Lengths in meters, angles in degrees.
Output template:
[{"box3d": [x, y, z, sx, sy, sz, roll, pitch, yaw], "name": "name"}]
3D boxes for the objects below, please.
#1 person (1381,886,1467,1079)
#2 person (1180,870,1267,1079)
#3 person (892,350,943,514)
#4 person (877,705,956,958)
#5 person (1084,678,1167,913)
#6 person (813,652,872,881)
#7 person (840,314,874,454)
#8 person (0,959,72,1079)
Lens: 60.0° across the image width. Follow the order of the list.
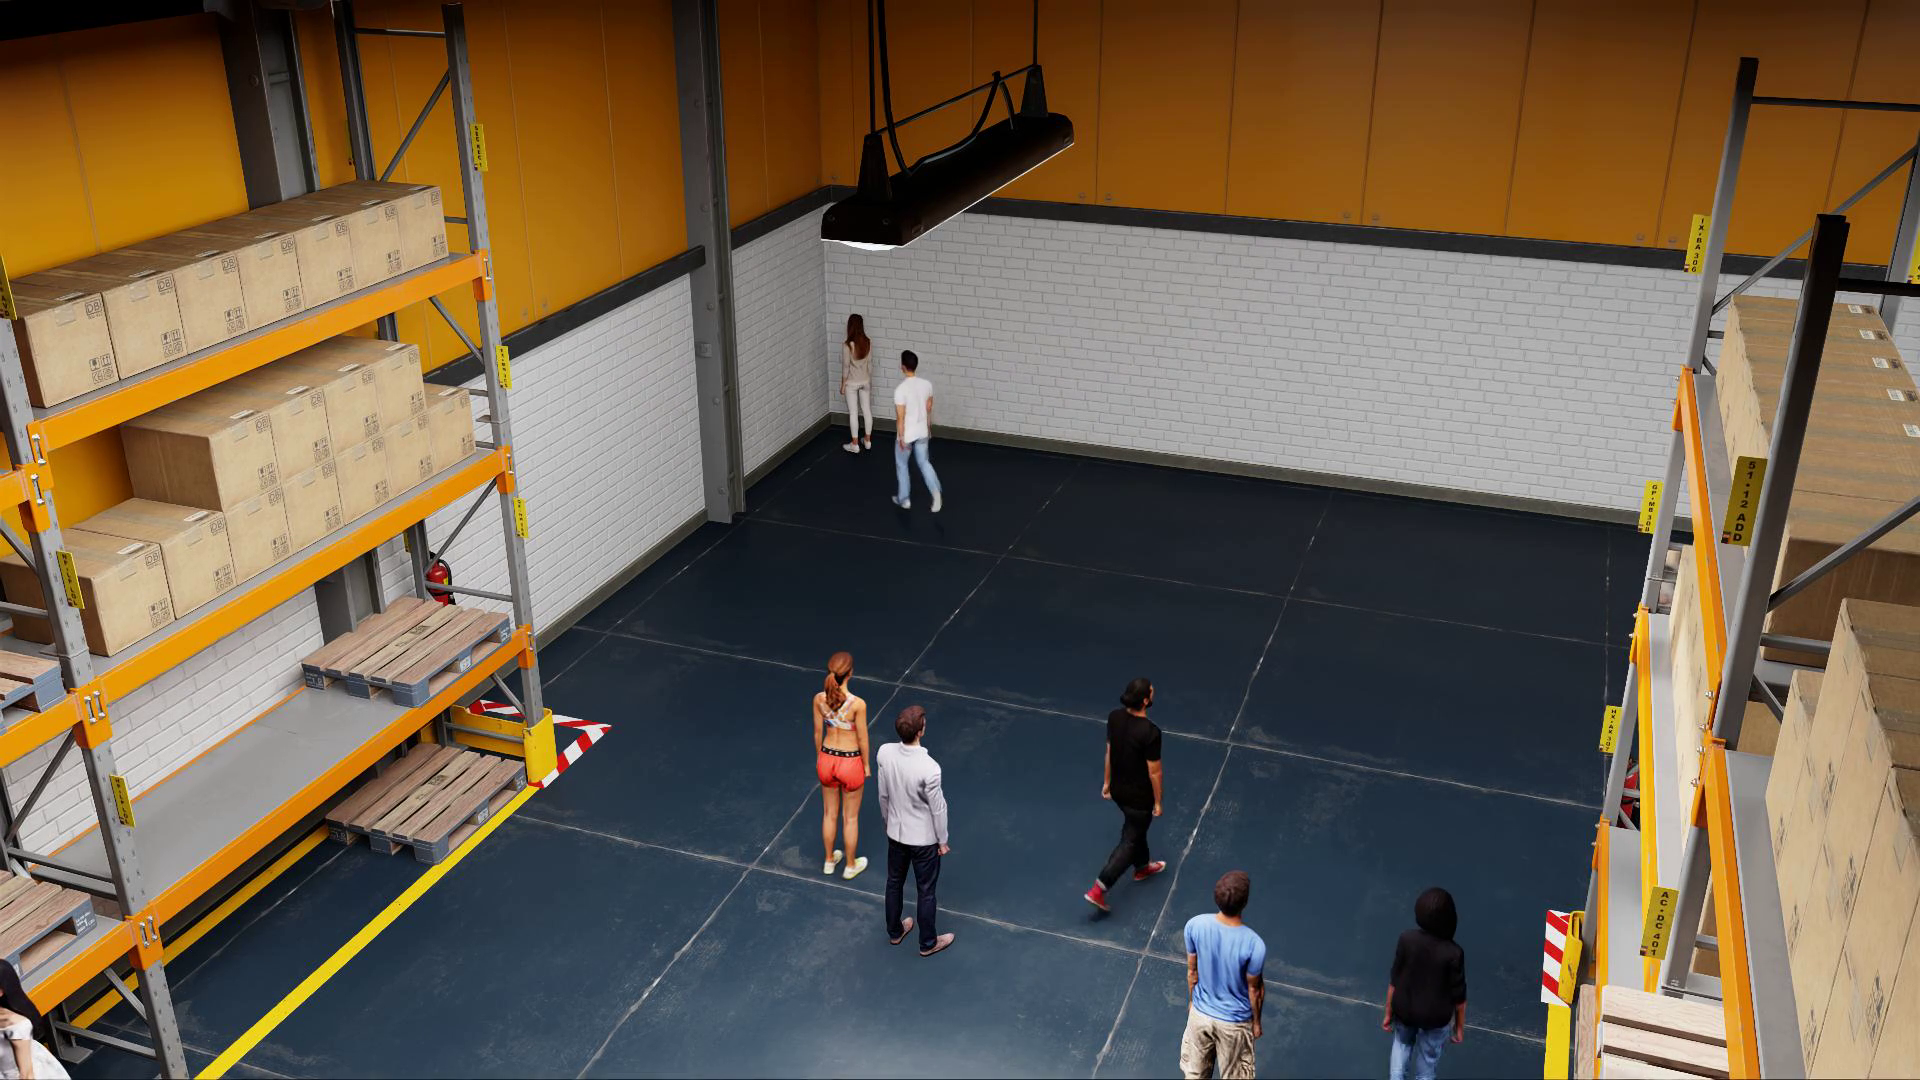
[{"box3d": [2.606, 2.767, 9.480, 0.635, 1.690, 0.656, 13, 27, 26], "name": "person"}, {"box3d": [1.490, 2.688, 9.443, 0.688, 1.864, 0.629, 14, 27, 28], "name": "person"}, {"box3d": [-0.468, -1.155, 18.258, 1.069, 1.845, 1.070, -16, 28, -32], "name": "person"}, {"box3d": [-0.320, 1.942, 11.165, 0.728, 1.853, 0.662, 15, 28, 31], "name": "person"}, {"box3d": [1.157, 1.795, 11.649, 1.226, 1.735, 1.017, -18, 29, -35], "name": "person"}, {"box3d": [-0.858, 1.632, 11.956, 0.563, 1.786, 0.538, 8, 25, 17], "name": "person"}, {"box3d": [-1.236, -1.907, 20.141, 0.660, 1.715, 0.754, -16, 28, -32], "name": "person"}, {"box3d": [-4.975, 2.975, 8.915, 0.803, 1.762, 0.777, -18, 29, -35], "name": "person"}]
